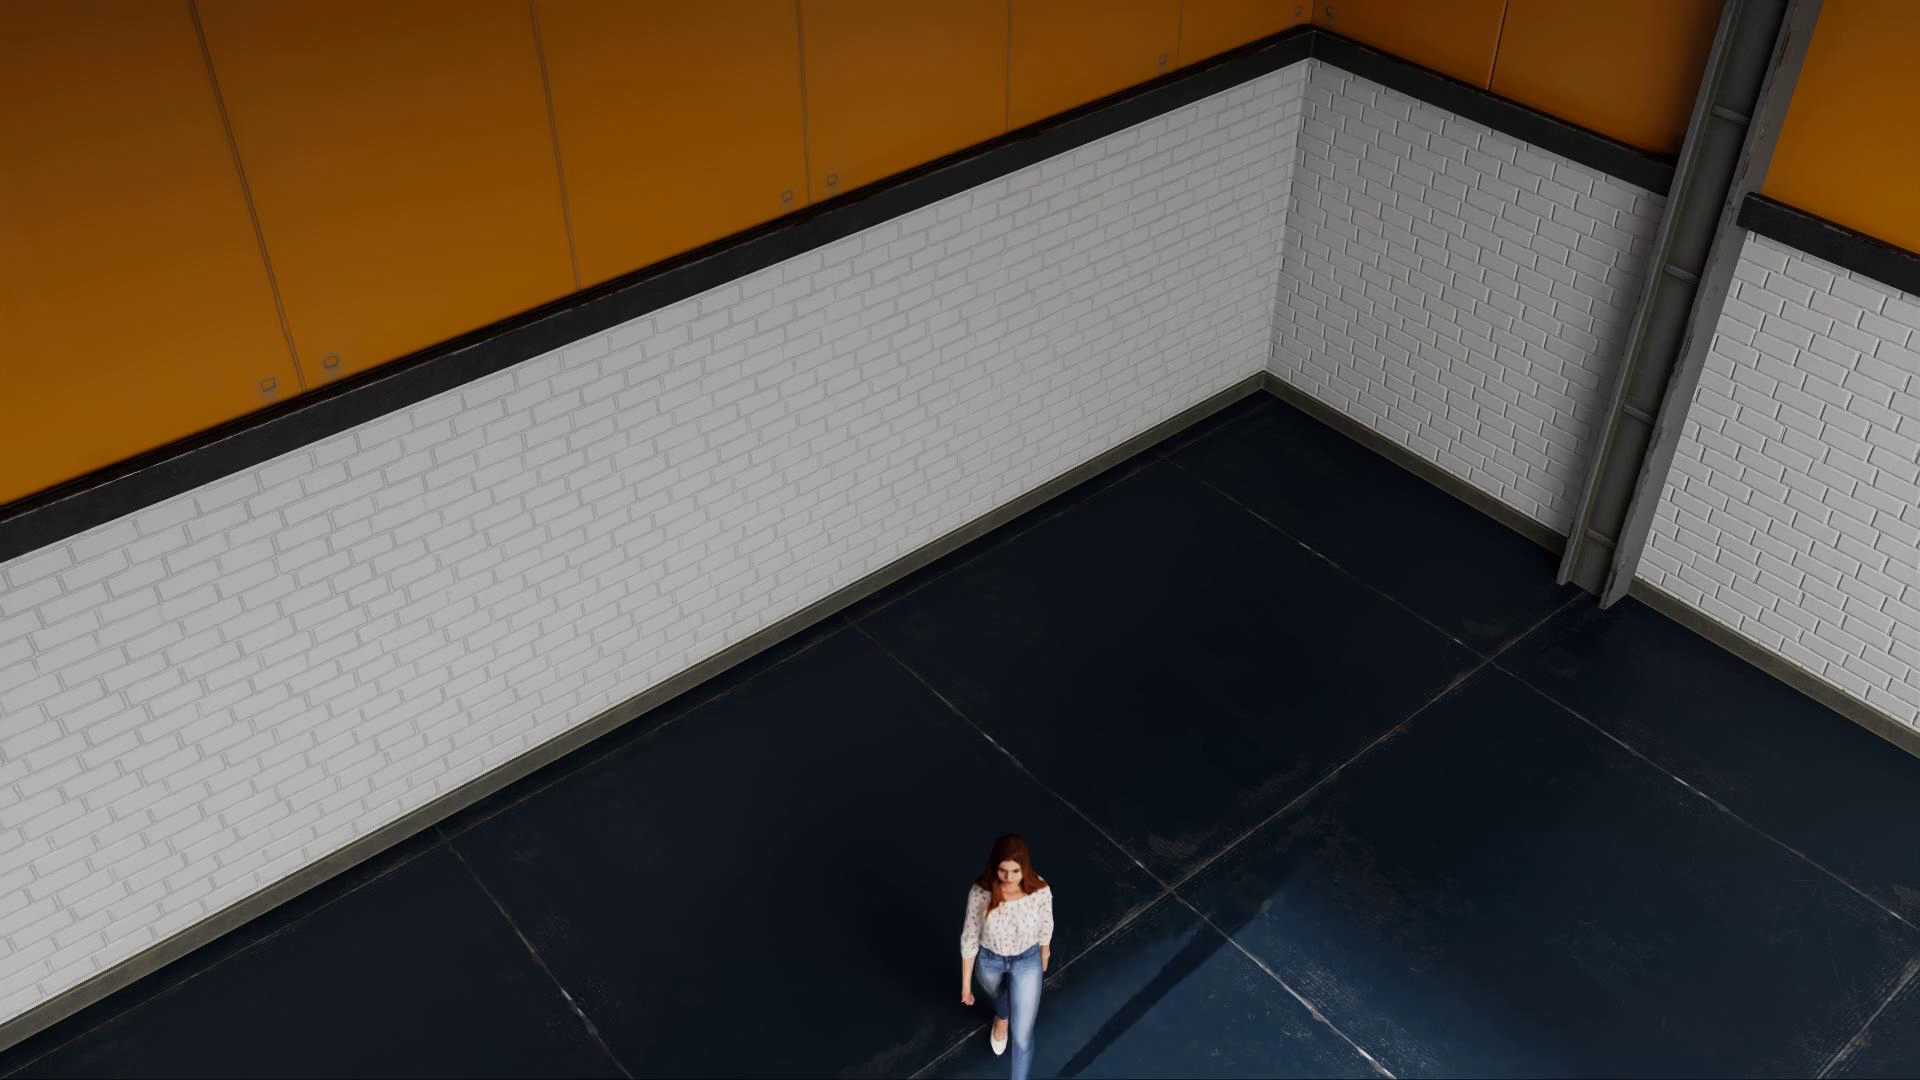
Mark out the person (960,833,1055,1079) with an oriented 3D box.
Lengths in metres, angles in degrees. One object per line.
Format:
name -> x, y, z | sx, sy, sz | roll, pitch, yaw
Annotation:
person -> 0.229, 1.983, 8.157 | 1.015, 1.697, 1.068 | 4, 39, 5
